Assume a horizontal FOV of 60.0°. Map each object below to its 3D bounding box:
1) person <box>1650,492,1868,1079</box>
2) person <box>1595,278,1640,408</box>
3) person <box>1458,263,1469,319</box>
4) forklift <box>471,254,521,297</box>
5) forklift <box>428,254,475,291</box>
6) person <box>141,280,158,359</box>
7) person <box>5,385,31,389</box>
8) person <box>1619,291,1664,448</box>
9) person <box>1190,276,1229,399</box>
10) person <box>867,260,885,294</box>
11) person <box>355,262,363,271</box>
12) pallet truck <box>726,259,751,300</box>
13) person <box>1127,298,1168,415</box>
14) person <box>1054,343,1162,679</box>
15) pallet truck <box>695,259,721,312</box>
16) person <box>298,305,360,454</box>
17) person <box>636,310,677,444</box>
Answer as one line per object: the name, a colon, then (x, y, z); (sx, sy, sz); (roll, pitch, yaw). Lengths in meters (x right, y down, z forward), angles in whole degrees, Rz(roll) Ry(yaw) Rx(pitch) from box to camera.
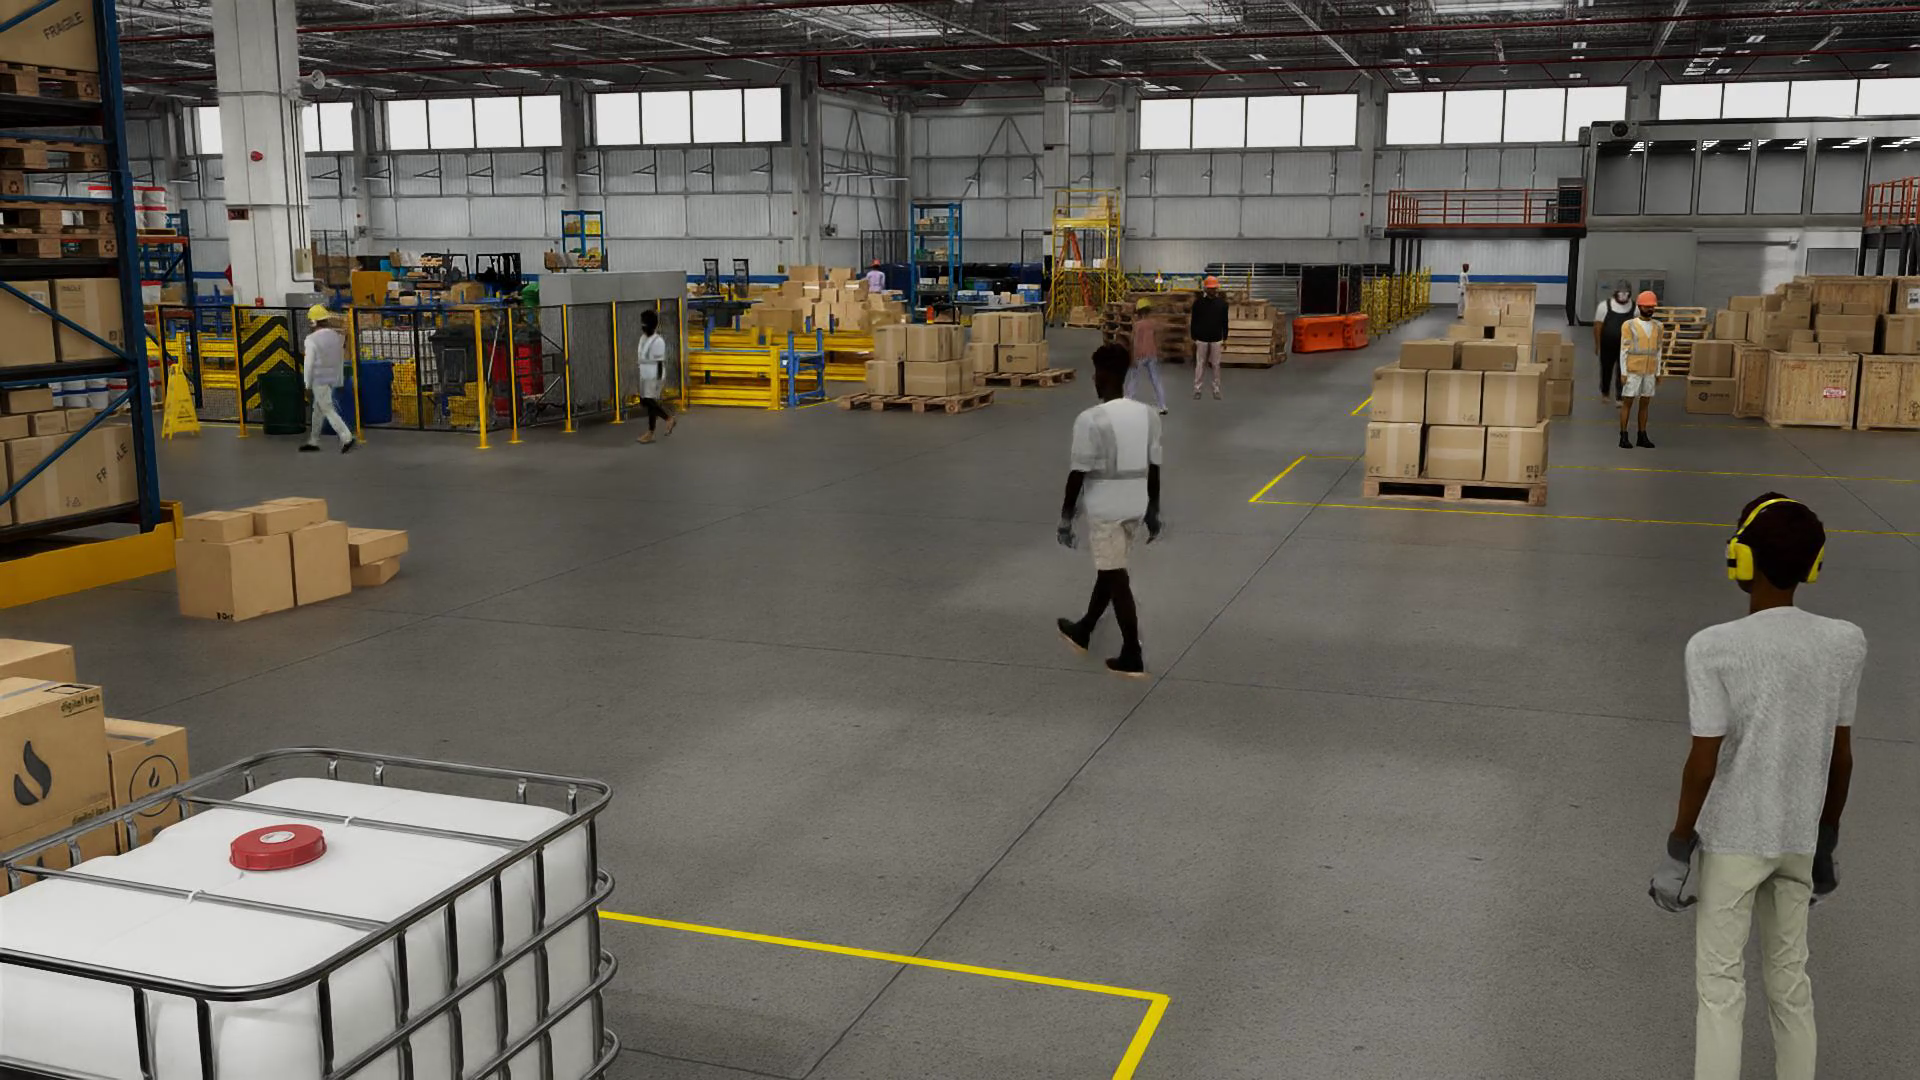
person: (2.082, 0.805, 4.384); (0.512, 1.873, 0.329); (-2, 10, -11)
person: (10.206, -3.084, 25.806); (0.685, 2.000, 0.842); (4, 11, 22)
person: (17.055, -8.425, 56.331); (0.361, 1.882, 0.574); (5, 11, 27)
forklift: (-17.990, -10.121, 64.684); (1.157, 1.987, 2.680); (3, 11, 17)
forklift: (-20.133, -10.254, 65.465); (1.157, 1.987, 2.680); (3, 11, 19)
person: (-17.508, -4.716, 35.817); (0.576, 1.746, 0.434); (-5, 11, -25)
person: (-11.595, -1.967, 20.482); (0.316, 1.696, 0.542); (-2, 10, -11)
person: (8.405, -2.095, 20.514); (0.545, 1.942, 0.349); (-2, 10, -9)
person: (4.046, -3.272, 26.992); (0.619, 1.994, 0.381); (1, 10, 5)
person: (-2.704, -7.995, 53.526); (0.617, 2.023, 0.701); (0, 10, -1)
person: (-21.419, -8.998, 59.545); (0.682, 1.881, 0.675); (-4, 11, -21)
pallet truck: (-7.986, -9.493, 62.019); (0.823, 1.965, 1.885); (3, 11, 17)
person: (2.744, -2.703, 24.575); (0.546, 1.720, 0.919); (-8, 13, -37)
person: (0.808, -0.190, 9.814); (0.631, 1.923, 0.941); (-8, 13, -39)
pallet truck: (-9.165, -9.627, 62.776); (0.823, 1.965, 1.885); (4, 11, 23)
person: (-7.598, -1.917, 19.928); (0.889, 1.796, 0.599); (3, 10, 14)
person: (-3.869, -2.068, 21.060); (0.535, 1.683, 0.546); (-7, 12, -35)
